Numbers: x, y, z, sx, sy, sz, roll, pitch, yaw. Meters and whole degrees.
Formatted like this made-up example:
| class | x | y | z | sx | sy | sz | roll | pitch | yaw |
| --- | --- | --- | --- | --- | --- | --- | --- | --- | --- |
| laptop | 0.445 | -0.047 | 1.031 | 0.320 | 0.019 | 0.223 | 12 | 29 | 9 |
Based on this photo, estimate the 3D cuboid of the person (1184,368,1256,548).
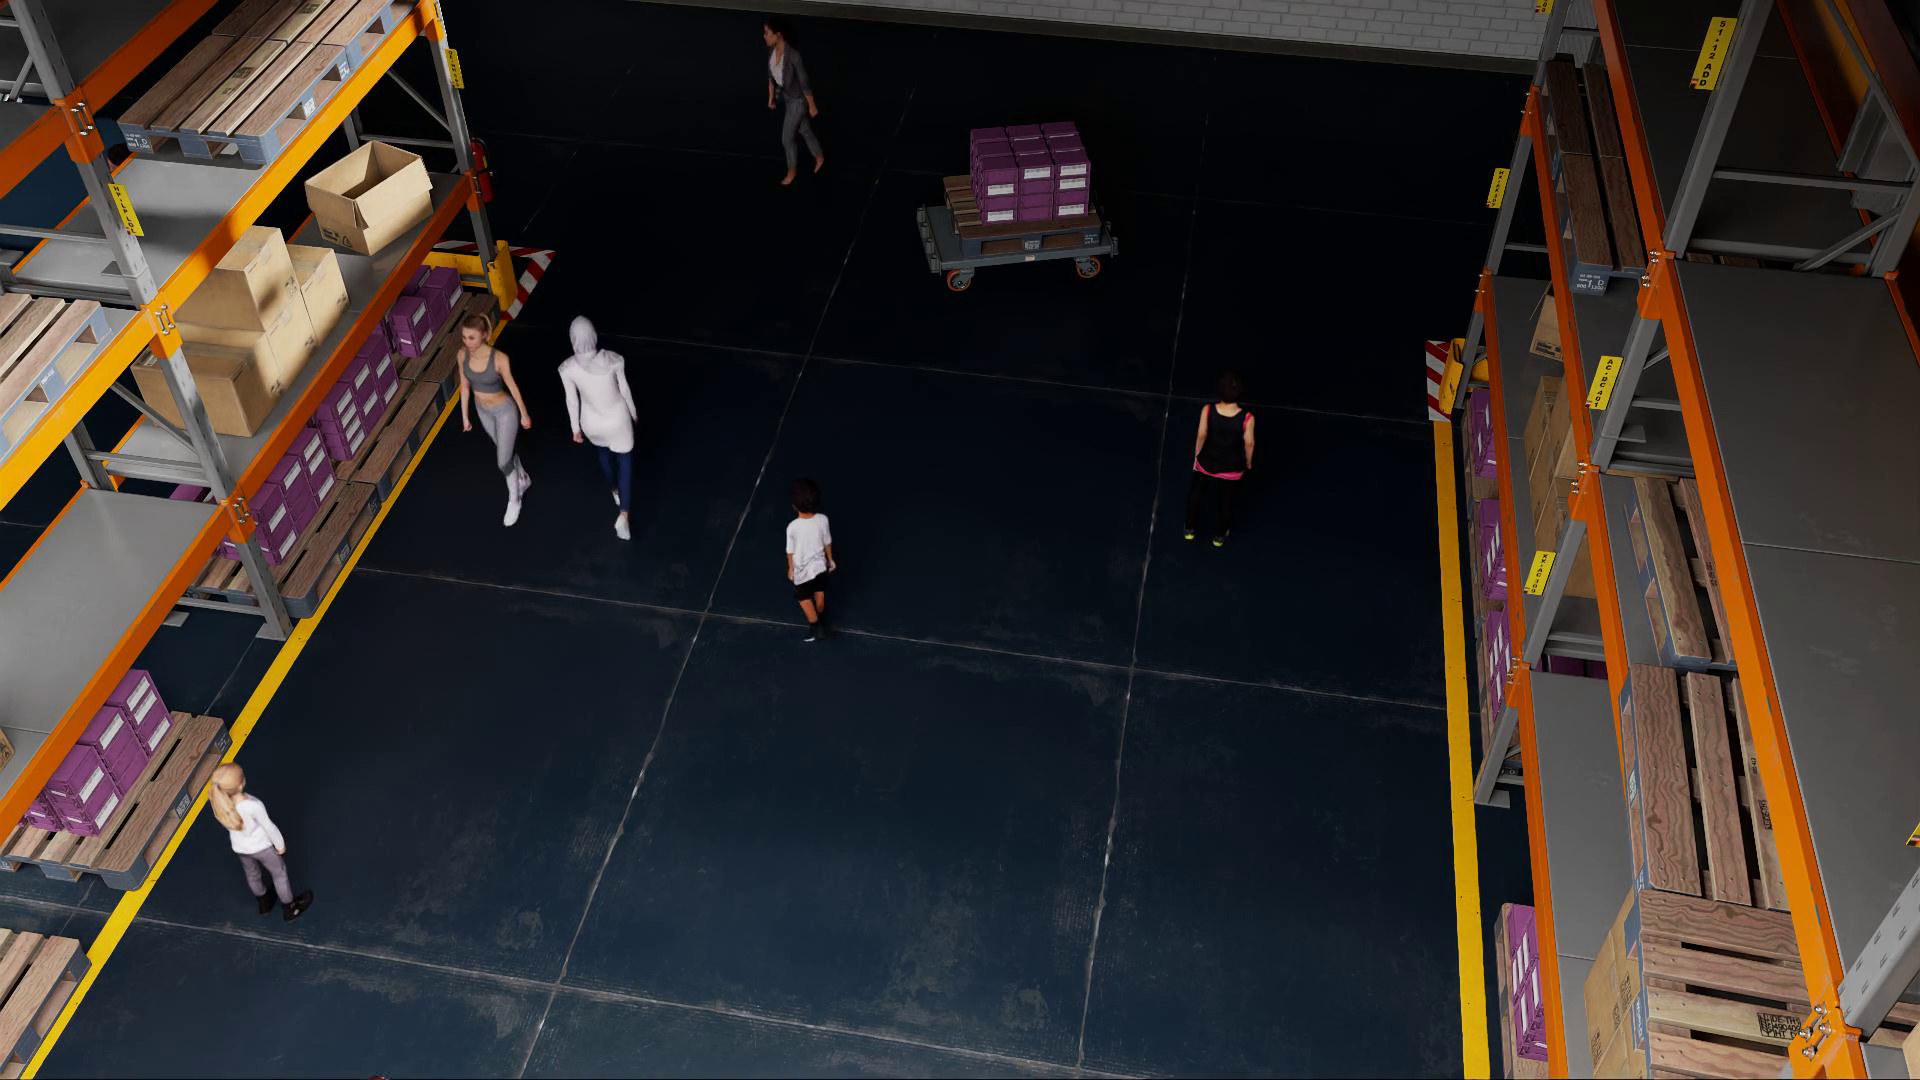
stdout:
| class | x | y | z | sx | sy | sz | roll | pitch | yaw |
| --- | --- | --- | --- | --- | --- | --- | --- | --- | --- |
| person | 1.821 | -0.539 | 11.631 | 0.630 | 1.550 | 0.625 | 16 | 46 | 16 |

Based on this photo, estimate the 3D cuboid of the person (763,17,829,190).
| class | x | y | z | sx | sy | sz | roll | pitch | yaw |
| --- | --- | --- | --- | --- | --- | --- | --- | --- | --- |
| person | -1.430 | -4.009 | 15.215 | 0.965 | 1.631 | 0.914 | -30 | 51 | -27 |

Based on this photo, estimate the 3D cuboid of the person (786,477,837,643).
| class | x | y | z | sx | sy | sz | roll | pitch | yaw |
| --- | --- | --- | --- | --- | --- | --- | --- | --- | --- |
| person | -0.982 | 0.173 | 11.110 | 0.700 | 1.239 | 0.769 | -24 | 49 | -23 |

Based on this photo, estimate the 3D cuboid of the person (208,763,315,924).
| class | x | y | z | sx | sy | sz | roll | pitch | yaw |
| --- | --- | --- | --- | --- | --- | --- | --- | --- | --- |
| person | -4.021 | 1.725 | 9.453 | 0.483 | 1.276 | 0.487 | 9 | 44 | 9 |

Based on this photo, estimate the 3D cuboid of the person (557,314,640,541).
| class | x | y | z | sx | sy | sz | roll | pitch | yaw |
| --- | --- | --- | --- | --- | --- | --- | --- | --- | --- |
| person | -2.493 | -0.770 | 11.728 | 0.798 | 1.751 | 1.108 | -4 | 44 | -4 |

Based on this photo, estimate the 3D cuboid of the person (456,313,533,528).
| class | x | y | z | sx | sy | sz | roll | pitch | yaw |
| --- | --- | --- | --- | --- | --- | --- | --- | --- | --- |
| person | -3.290 | -0.959 | 11.975 | 0.656 | 1.685 | 0.800 | 13 | 45 | 13 |
